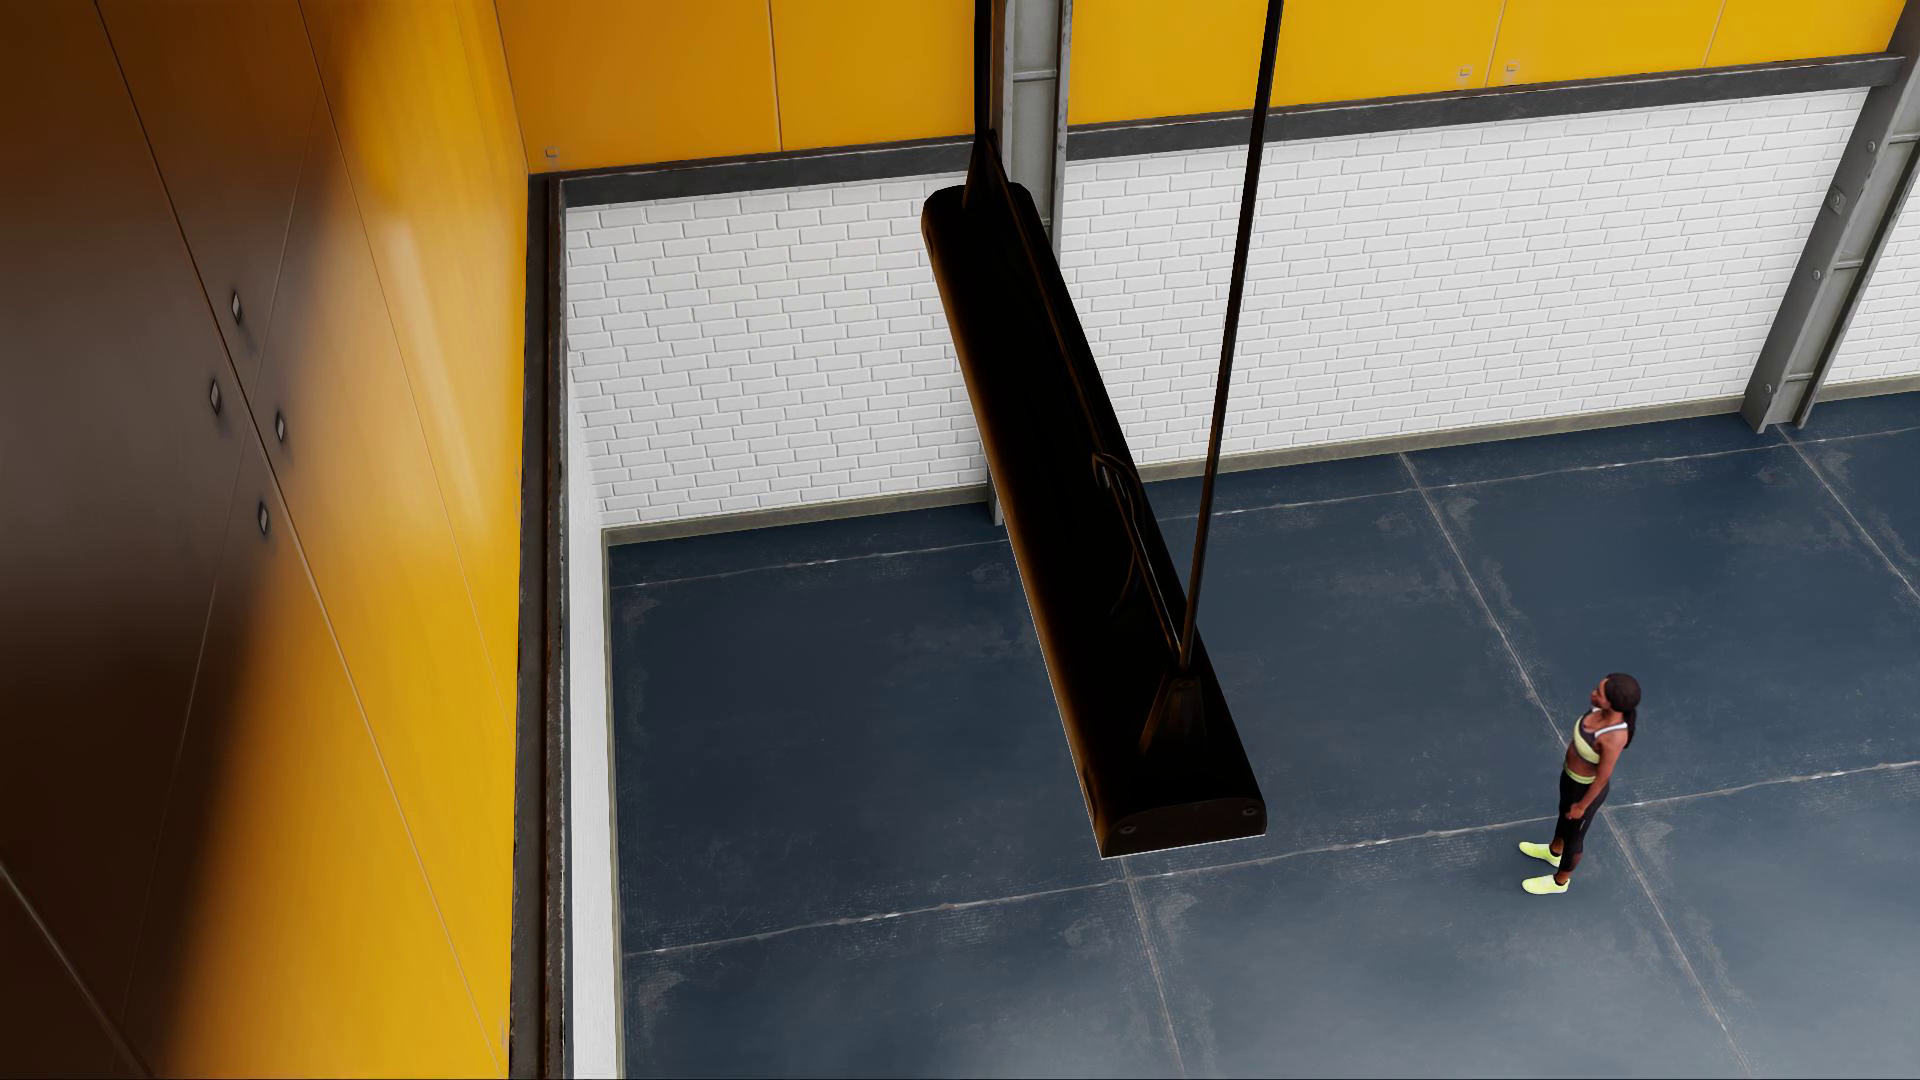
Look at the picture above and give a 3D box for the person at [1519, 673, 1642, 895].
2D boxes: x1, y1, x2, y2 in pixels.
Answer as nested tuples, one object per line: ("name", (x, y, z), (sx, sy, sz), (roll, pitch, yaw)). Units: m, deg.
("person", (3.495, 1.355, 9.285), (0.623, 1.755, 0.629), (8, 44, 8))
